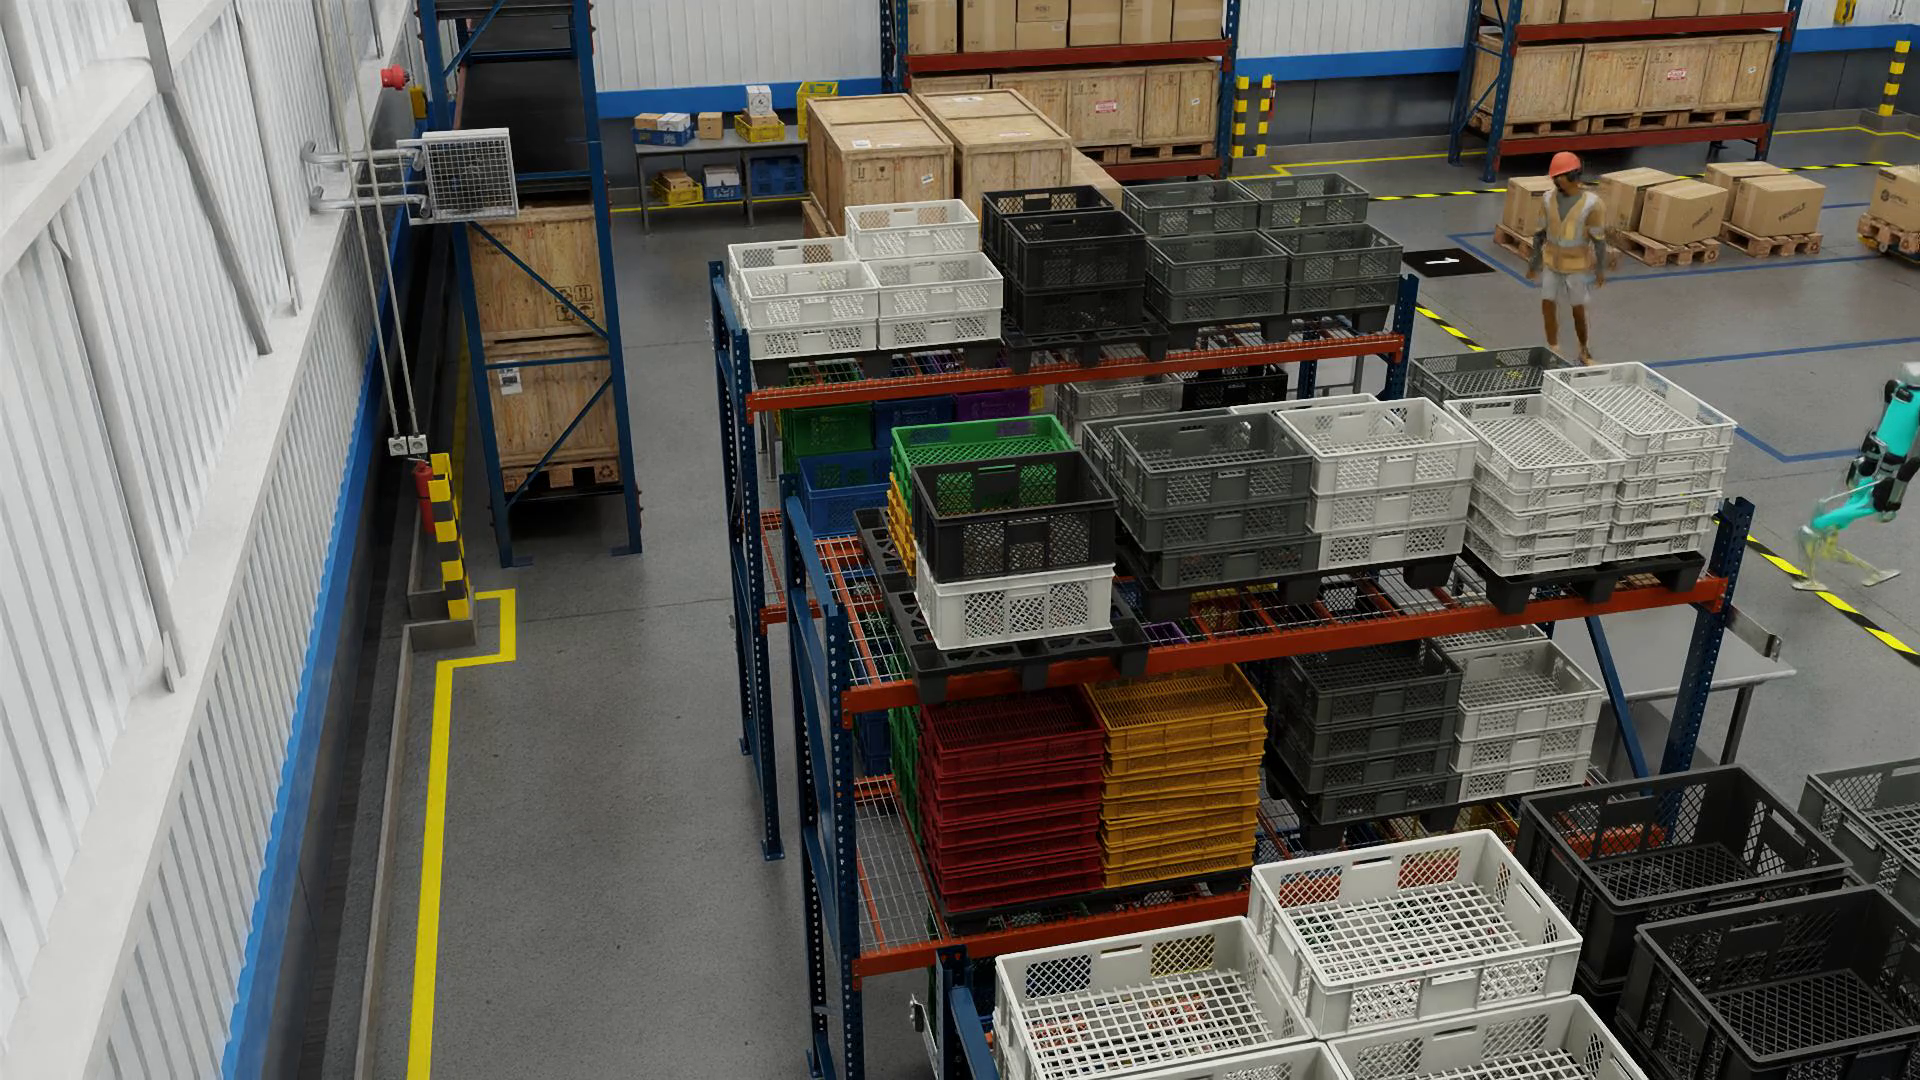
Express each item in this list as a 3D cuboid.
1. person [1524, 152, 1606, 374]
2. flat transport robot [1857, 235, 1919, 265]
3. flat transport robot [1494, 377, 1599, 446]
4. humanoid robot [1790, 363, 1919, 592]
[{"bbox_3d":[5.487,-2.474,14.900,0.540,1.992,0.750,-25,37,-39],"label":"person"},{"bbox_3d":[10.491,-3.141,17.977,0.652,0.197,1.431,-6,28,-12],"label":"flat transport robot"},{"bbox_3d":[4.780,-1.036,14.013,0.659,0.231,1.431,-6,28,-12],"label":"flat transport robot"},{"bbox_3d":[5.996,-0.354,11.145,1.015,1.720,0.536,-1,28,-2],"label":"humanoid robot"}]
